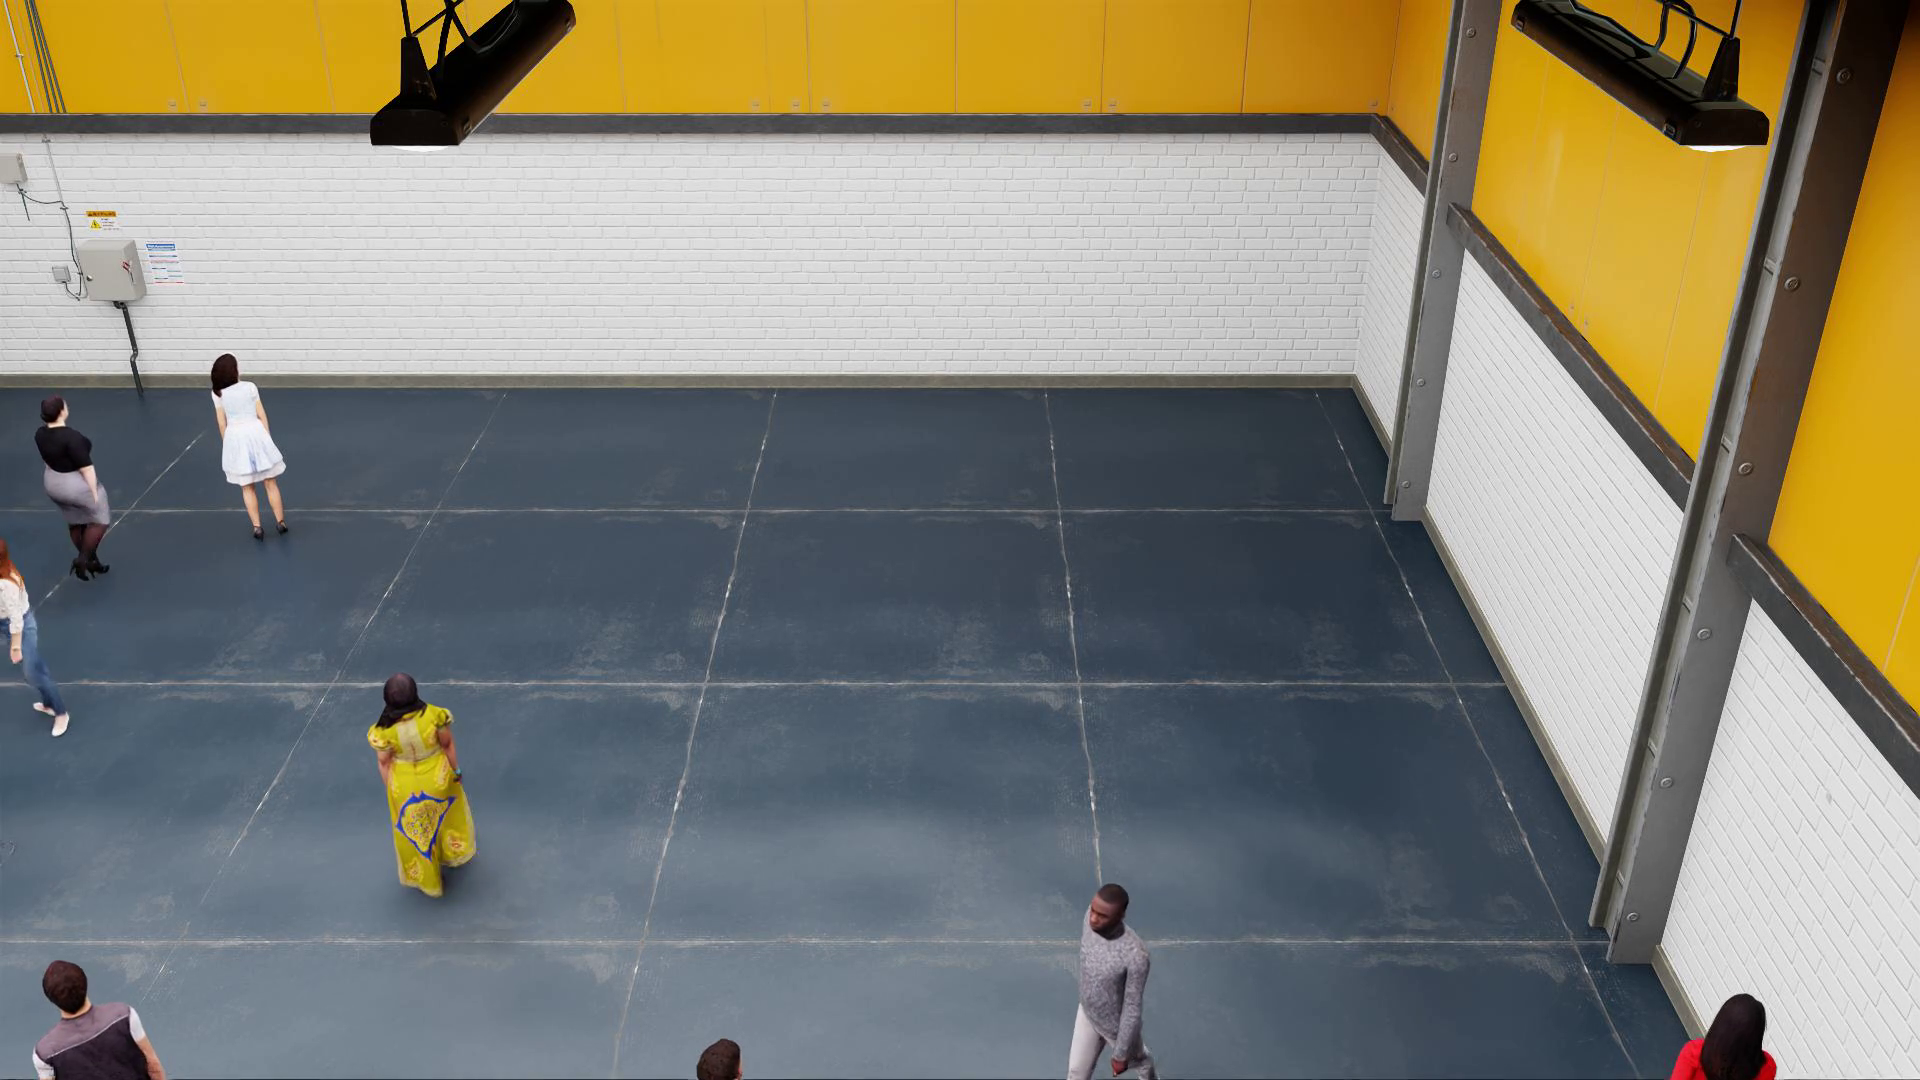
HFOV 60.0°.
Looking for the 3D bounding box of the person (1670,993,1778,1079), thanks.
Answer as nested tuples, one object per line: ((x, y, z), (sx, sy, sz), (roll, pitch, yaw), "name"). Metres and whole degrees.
((3.695, 2.971, 8.201), (0.709, 1.740, 0.737), (11, 30, 19), "person")

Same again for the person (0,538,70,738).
((-7.071, 0.645, 12.513), (0.847, 1.695, 0.755), (-14, 31, -24), "person")

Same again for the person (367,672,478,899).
((-3.469, 1.620, 10.776), (0.946, 1.647, 1.069), (-14, 31, -23), "person")

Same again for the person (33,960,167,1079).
((-4.176, 2.889, 8.263), (1.052, 1.825, 1.133), (-23, 36, -35), "person")

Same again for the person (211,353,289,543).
((-6.459, -0.835, 15.103), (0.810, 1.813, 0.843), (-11, 30, -19), "person")

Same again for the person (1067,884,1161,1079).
((0.895, 2.535, 8.956), (1.259, 1.783, 1.262), (-22, 35, -34), "person")

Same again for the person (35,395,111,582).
((-7.703, -0.384, 14.348), (0.778, 1.745, 0.906), (7, 29, 12), "person")
